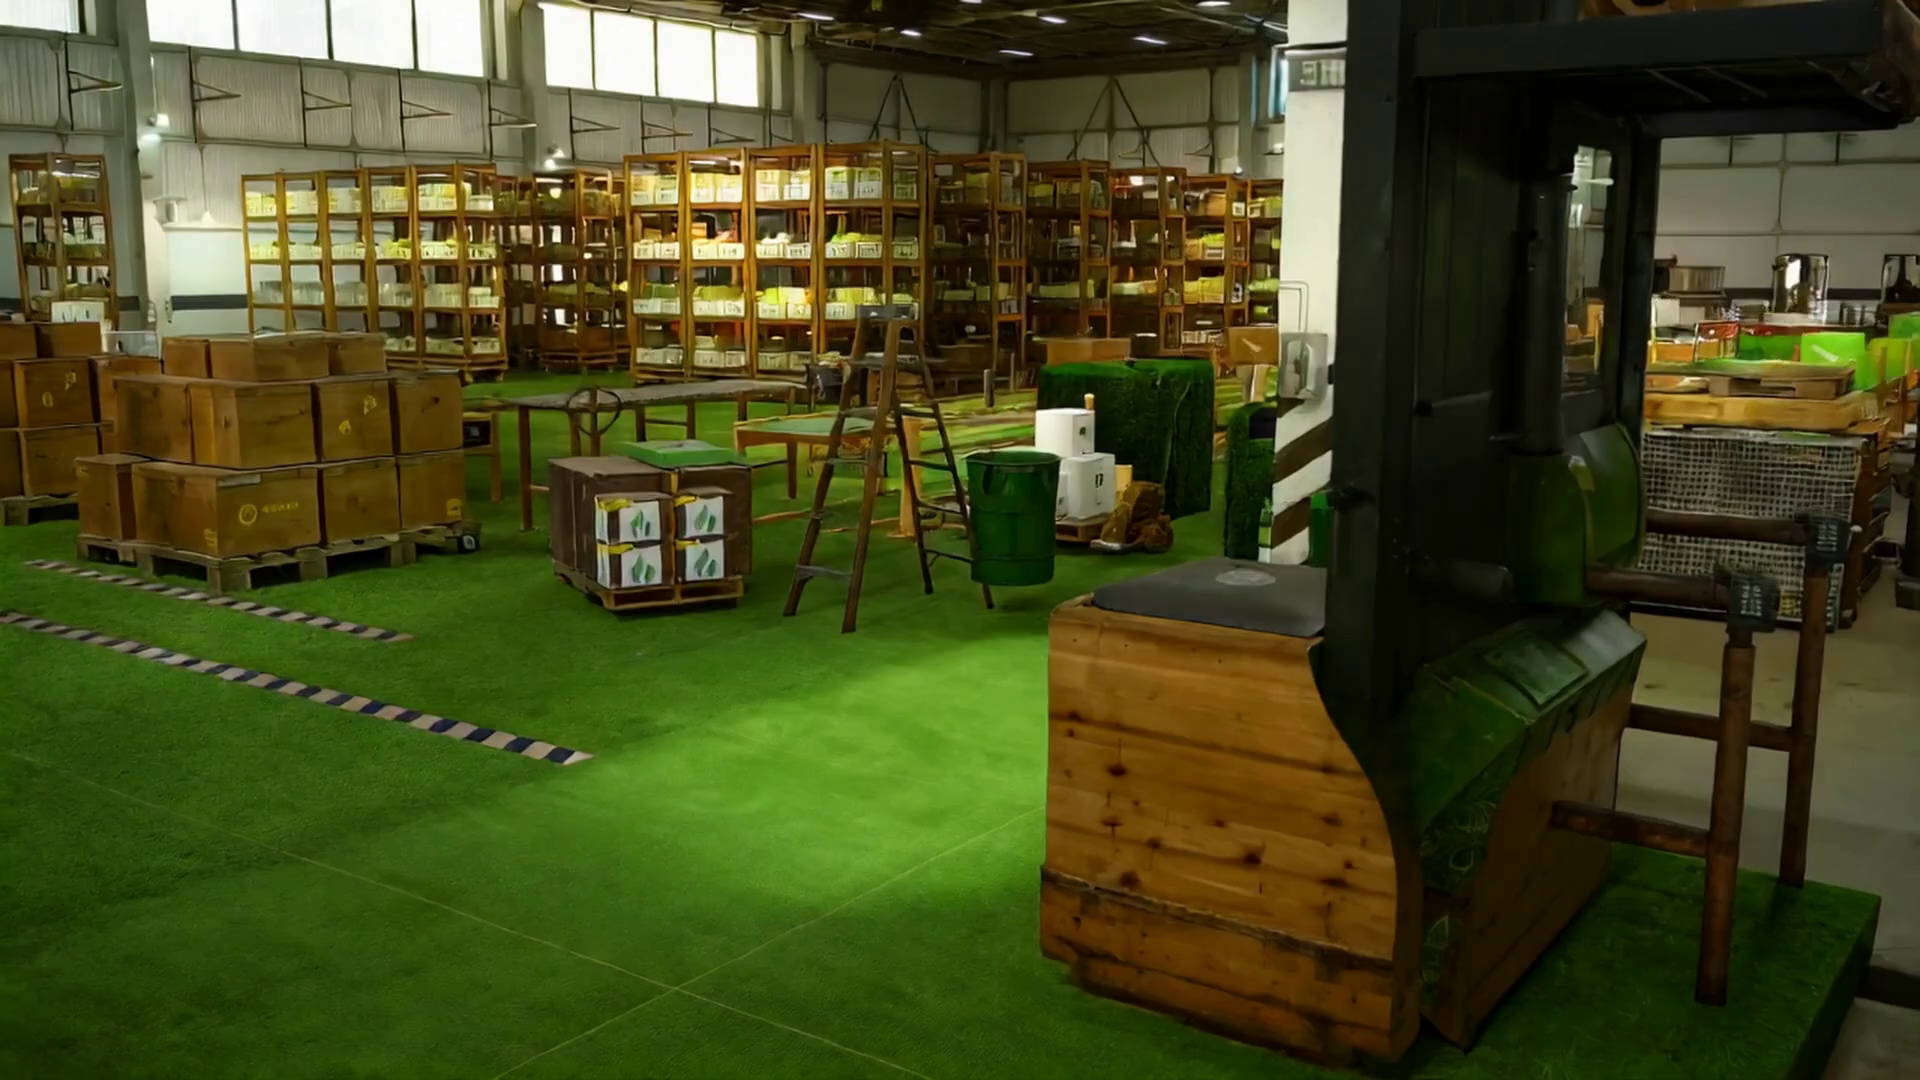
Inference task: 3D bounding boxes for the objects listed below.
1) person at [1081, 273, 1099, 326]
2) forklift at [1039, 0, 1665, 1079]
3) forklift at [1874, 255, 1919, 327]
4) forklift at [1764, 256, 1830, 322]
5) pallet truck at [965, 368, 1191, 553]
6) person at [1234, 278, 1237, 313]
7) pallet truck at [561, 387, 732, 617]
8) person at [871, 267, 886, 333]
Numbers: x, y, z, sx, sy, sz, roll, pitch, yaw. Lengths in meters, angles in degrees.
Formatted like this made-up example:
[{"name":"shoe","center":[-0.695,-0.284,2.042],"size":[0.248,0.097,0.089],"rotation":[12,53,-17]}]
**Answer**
[{"name":"person","center":[2.611,-4.458,33.352],"size":[0.954,1.785,0.609],"rotation":[8,12,40]},{"name":"forklift","center":[1.249,-0.137,4.360],"size":[1.873,2.768,1.129],"rotation":[7,12,35]},{"name":"forklift","center":[22.089,-5.634,38.796],"size":[1.157,1.987,2.680],"rotation":[6,11,33]},{"name":"forklift","center":[20.253,-5.854,40.139],"size":[1.157,1.987,2.680],"rotation":[7,12,35]},{"name":"pallet truck","center":[0.845,-0.609,11.869],"size":[1.630,1.274,0.653],"rotation":[7,12,35]},{"name":"person","center":[7.385,-6.491,45.274],"size":[0.571,1.843,0.373],"rotation":[-7,12,-36]},{"name":"pallet truck","center":[-1.981,-0.274,10.088],"size":[0.680,1.201,1.601],"rotation":[-5,11,-28]},{"name":"person","center":[-1.618,-4.842,35.117],"size":[0.649,1.954,0.925],"rotation":[4,10,20]}]
